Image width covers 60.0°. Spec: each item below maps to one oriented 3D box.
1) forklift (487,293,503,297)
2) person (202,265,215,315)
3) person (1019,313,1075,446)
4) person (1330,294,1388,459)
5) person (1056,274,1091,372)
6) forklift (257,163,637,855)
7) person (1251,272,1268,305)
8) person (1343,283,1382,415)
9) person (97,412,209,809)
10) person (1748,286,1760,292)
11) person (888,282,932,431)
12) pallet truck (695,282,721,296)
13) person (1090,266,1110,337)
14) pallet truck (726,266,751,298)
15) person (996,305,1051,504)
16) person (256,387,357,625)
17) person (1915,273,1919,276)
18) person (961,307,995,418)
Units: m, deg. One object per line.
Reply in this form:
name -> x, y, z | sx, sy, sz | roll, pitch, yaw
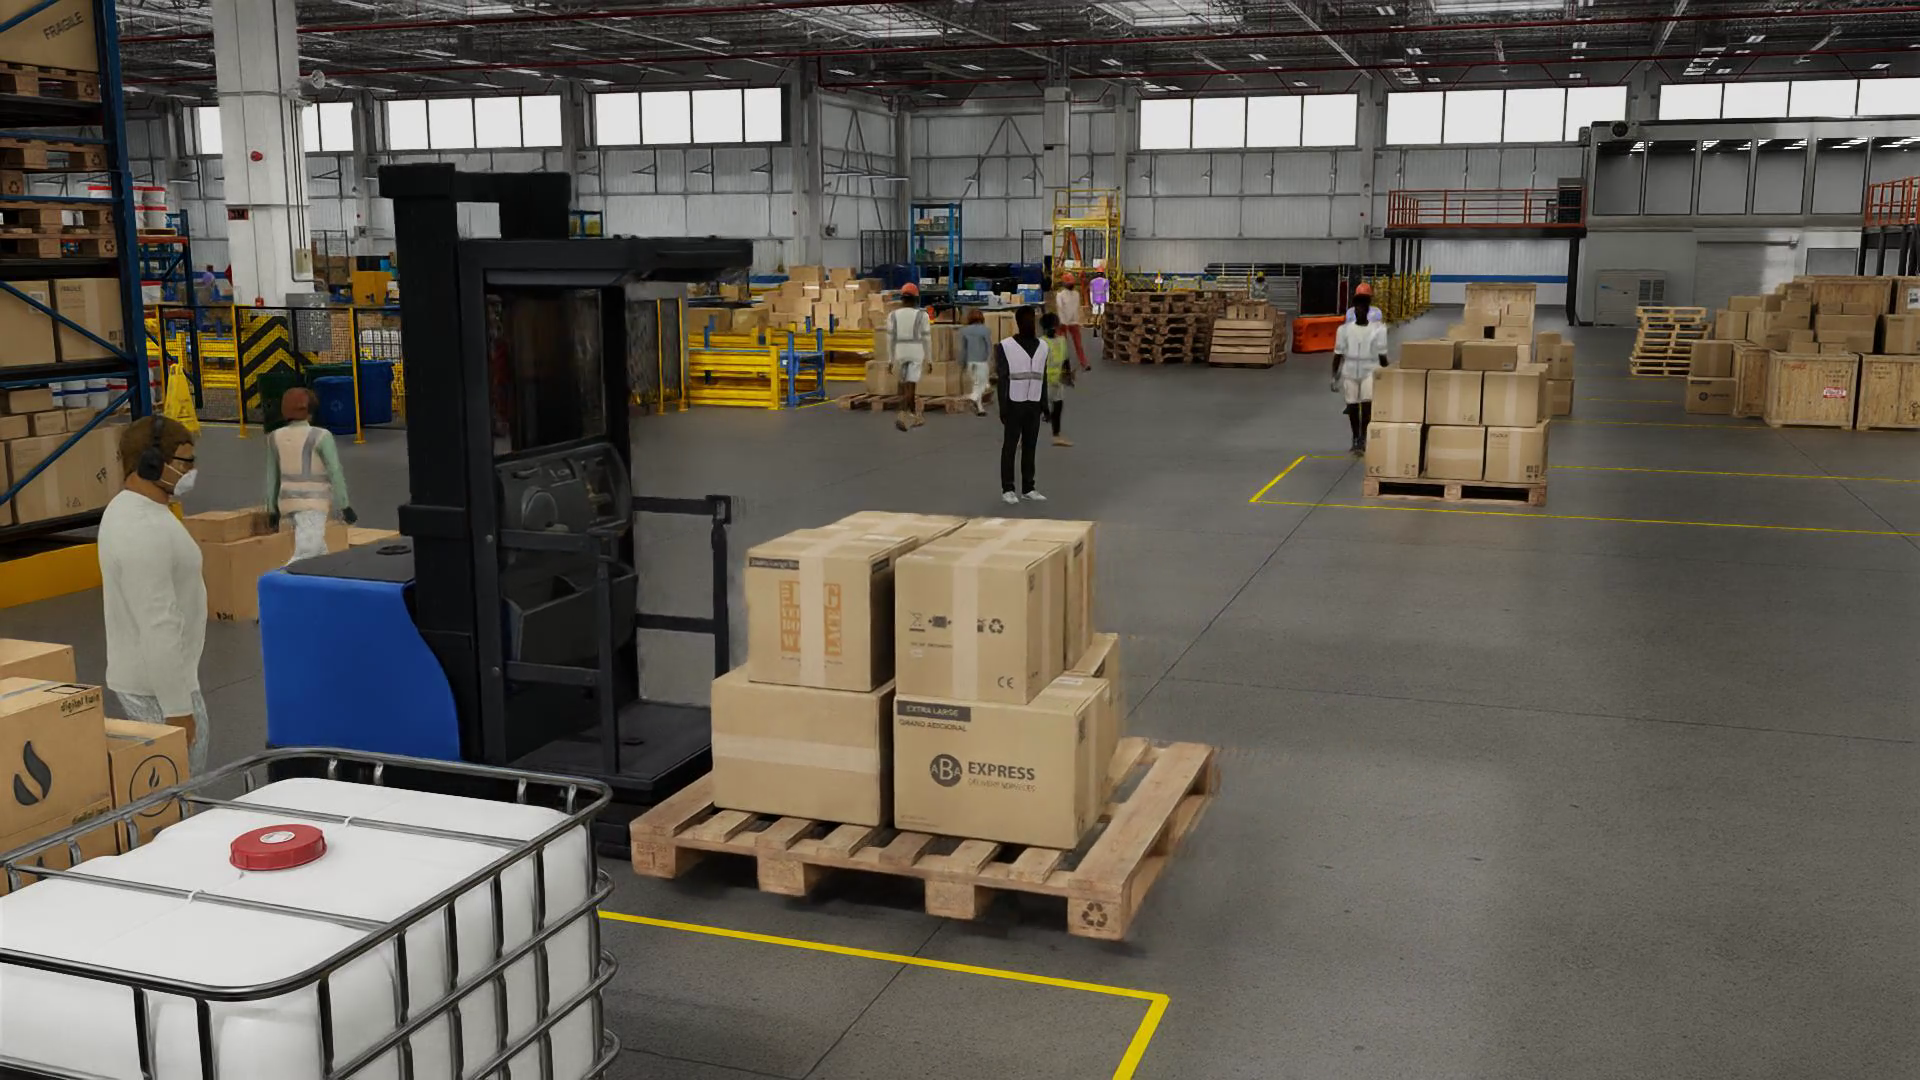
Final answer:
forklift -> -17.990, -10.121, 64.684 | 1.157, 1.987, 2.680 | 3, 11, 17
person -> -26.235, -8.720, 58.236 | 0.568, 1.797, 0.974 | 5, 11, 28
person -> 1.097, -1.985, 20.654 | 0.447, 1.681, 0.652 | 9, 13, 41
person -> 4.705, -1.932, 19.665 | 0.635, 1.912, 0.986 | 5, 11, 24
person -> 2.177, -4.265, 32.746 | 0.624, 1.930, 1.016 | -6, 12, -31
forklift -> -2.052, -0.220, 7.311 | 1.873, 2.768, 1.129 | 3, 11, 19
person -> 8.931, -7.139, 49.567 | 0.484, 1.713, 0.789 | 3, 11, 17
person -> 5.941, -2.816, 24.589 | 0.550, 1.937, 0.357 | 5, 11, 26
person -> -2.760, 0.523, 5.789 | 0.373, 1.937, 0.629 | -6, 12, -31
person -> 27.427, -8.512, 57.525 | 0.497, 1.625, 0.287 | 6, 12, 32
person -> -0.696, -2.484, 22.541 | 0.614, 2.010, 0.990 | 4, 11, 22
pallet truck -> -9.165, -9.627, 62.776 | 0.823, 1.965, 1.885 | 4, 11, 23
person -> 3.801, -6.465, 45.136 | 0.544, 1.938, 0.354 | 4, 11, 20
pallet truck -> -7.986, -9.493, 62.019 | 0.823, 1.965, 1.885 | 3, 11, 17
person -> 0.615, -1.324, 16.235 | 0.587, 1.920, 0.392 | -6, 12, -32
person -> -4.270, -0.185, 10.724 | 0.523, 1.595, 0.860 | 5, 11, 25
person -> 19.756, -4.543, 34.359 | 0.568, 1.918, 0.453 | -1, 10, -7
person -> 0.226, -2.565, 24.066 | 0.563, 1.610, 0.476 | 6, 12, 31
